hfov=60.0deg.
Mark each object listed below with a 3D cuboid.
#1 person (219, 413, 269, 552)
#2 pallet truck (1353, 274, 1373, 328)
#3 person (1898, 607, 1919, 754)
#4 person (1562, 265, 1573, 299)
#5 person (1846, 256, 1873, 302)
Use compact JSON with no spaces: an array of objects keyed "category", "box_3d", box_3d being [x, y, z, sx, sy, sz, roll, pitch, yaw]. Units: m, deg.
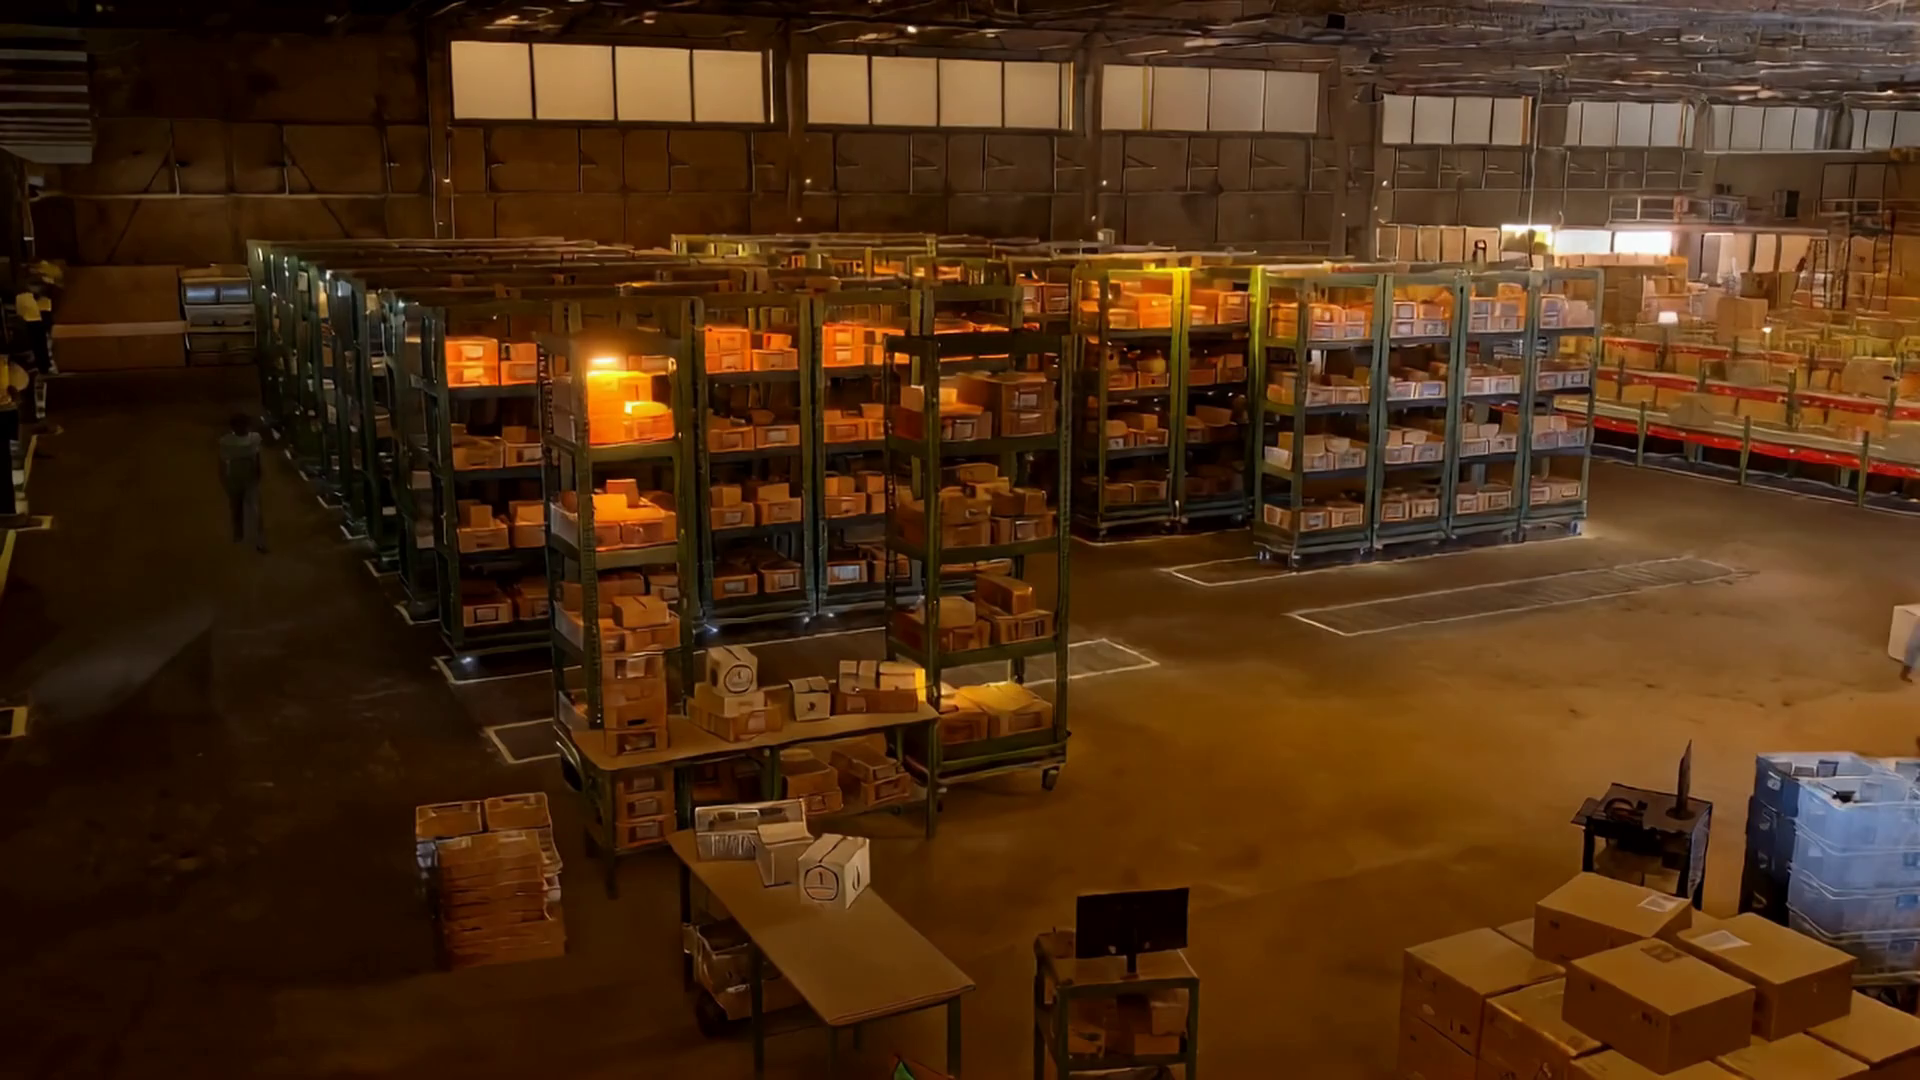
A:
[{"category":"person","box_3d":[-9.354,-0.778,21.719,0.591,1.798,0.982,-9,15,-36]},{"category":"pallet truck","box_3d":[13.011,-8.050,55.243,0.823,1.965,1.885,-7,14,-28]},{"category":"person","box_3d":[7.785,1.003,13.128,0.608,1.890,1.004,1,12,3]},{"category":"person","box_3d":[20.344,-8.239,56.081,0.843,2.009,0.627,11,17,43]},{"category":"person","box_3d":[36.609,-10.603,67.600,1.025,1.826,0.597,7,14,29]}]
